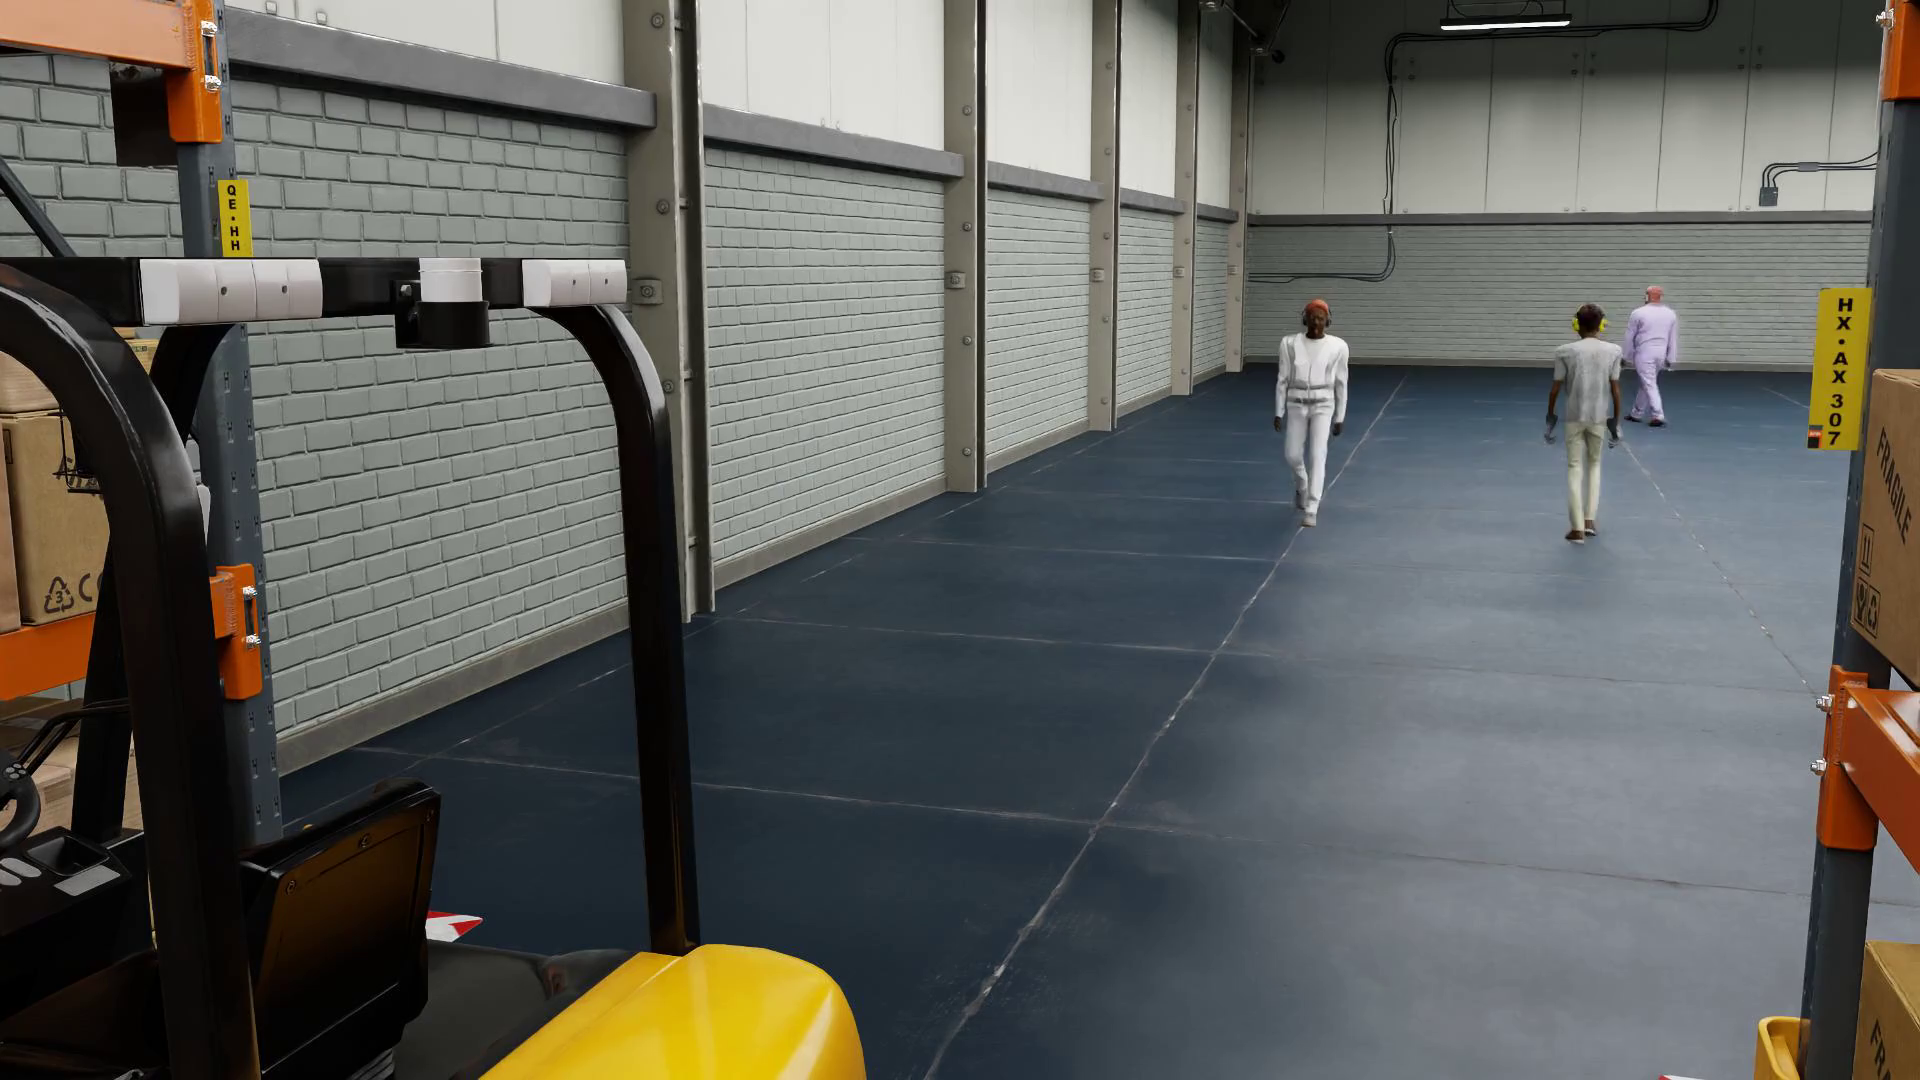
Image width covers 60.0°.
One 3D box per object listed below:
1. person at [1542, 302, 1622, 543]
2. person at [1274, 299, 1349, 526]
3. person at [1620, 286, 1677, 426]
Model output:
[{"bbox_3d":[4.842,-0.920,12.980,0.552,1.847,0.647,1,10,8],"label":"person"},{"bbox_3d":[2.923,-1.070,13.829,0.596,1.867,0.669,3,10,18],"label":"person"},{"bbox_3d":[9.152,-2.439,22.076,0.635,1.854,1.043,-2,10,-14],"label":"person"}]
